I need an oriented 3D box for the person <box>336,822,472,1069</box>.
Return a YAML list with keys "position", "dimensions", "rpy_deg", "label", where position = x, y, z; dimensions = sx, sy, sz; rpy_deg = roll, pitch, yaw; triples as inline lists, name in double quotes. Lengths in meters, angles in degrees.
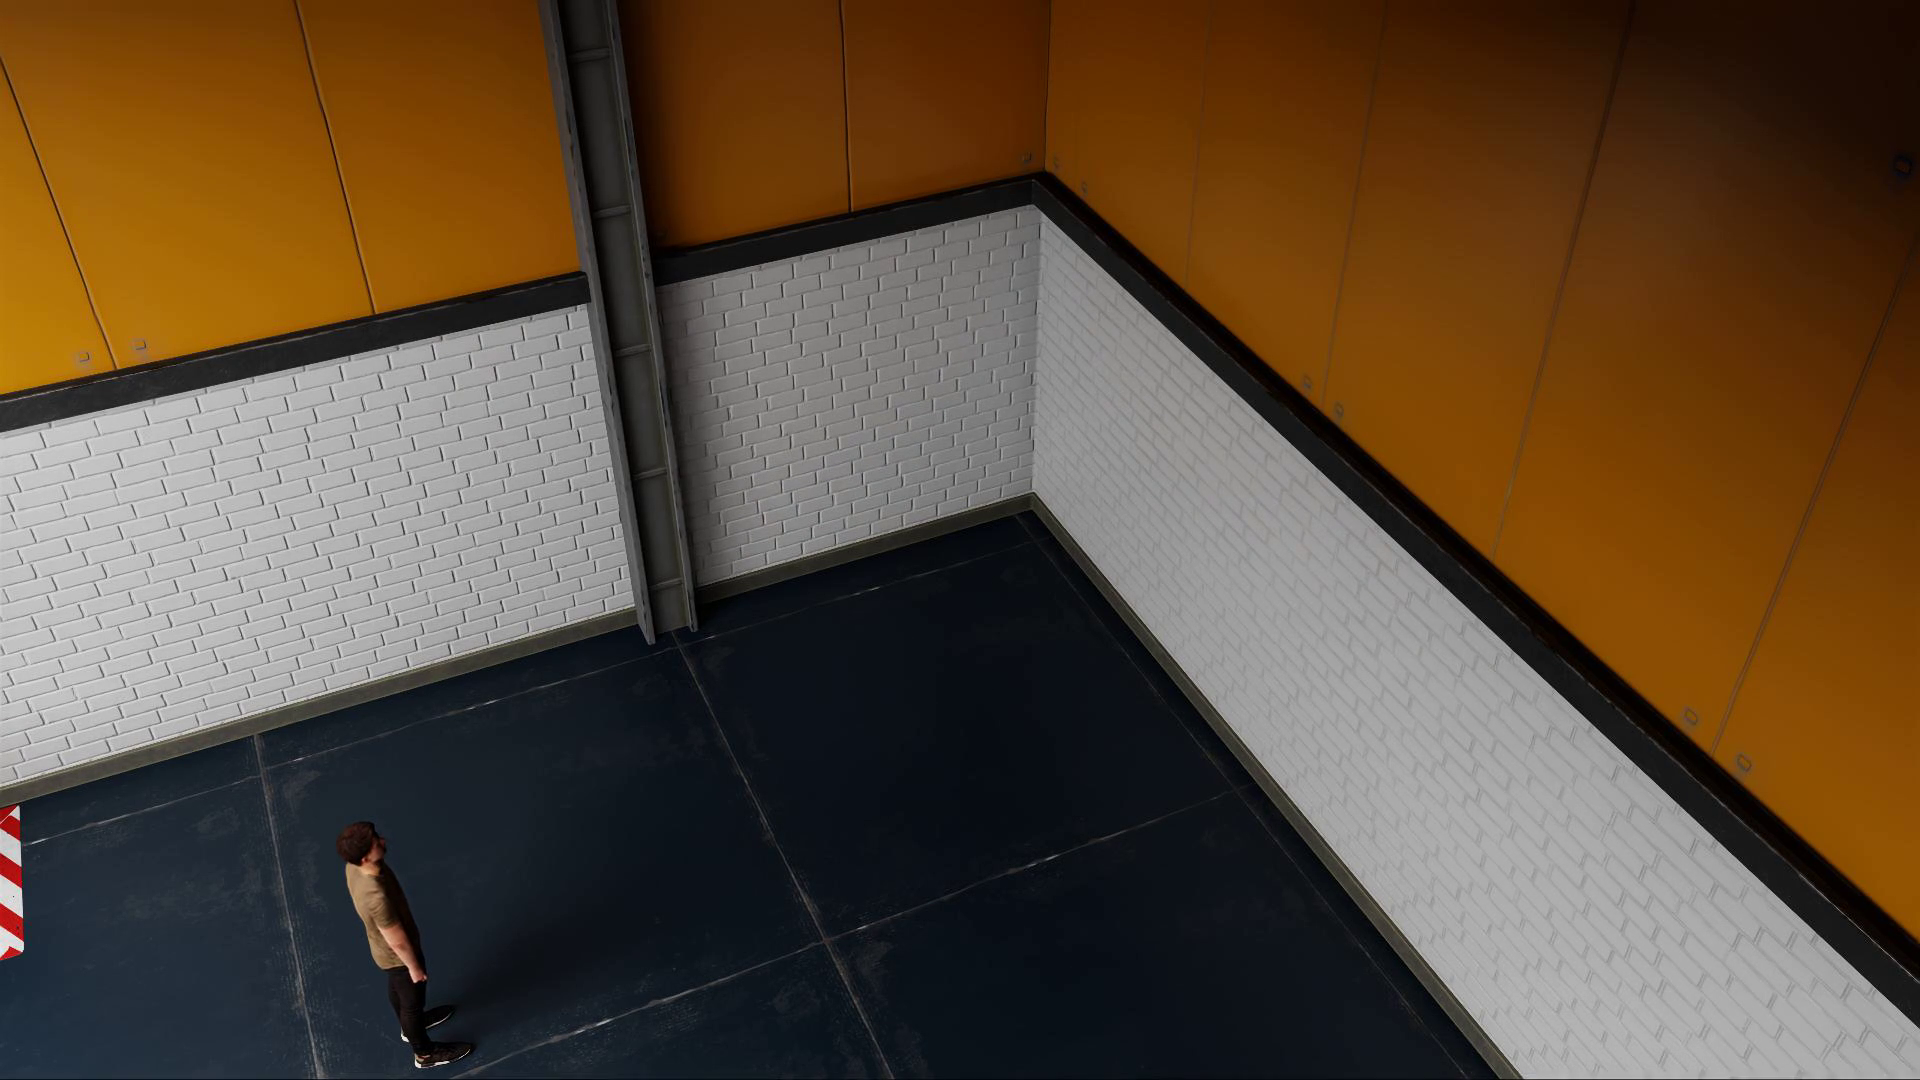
- position: [-3.127, 2.223, 9.199]
  dimensions: [0.592, 1.850, 0.679]
  rpy_deg: [-20, 43, -24]
  label: "person"
